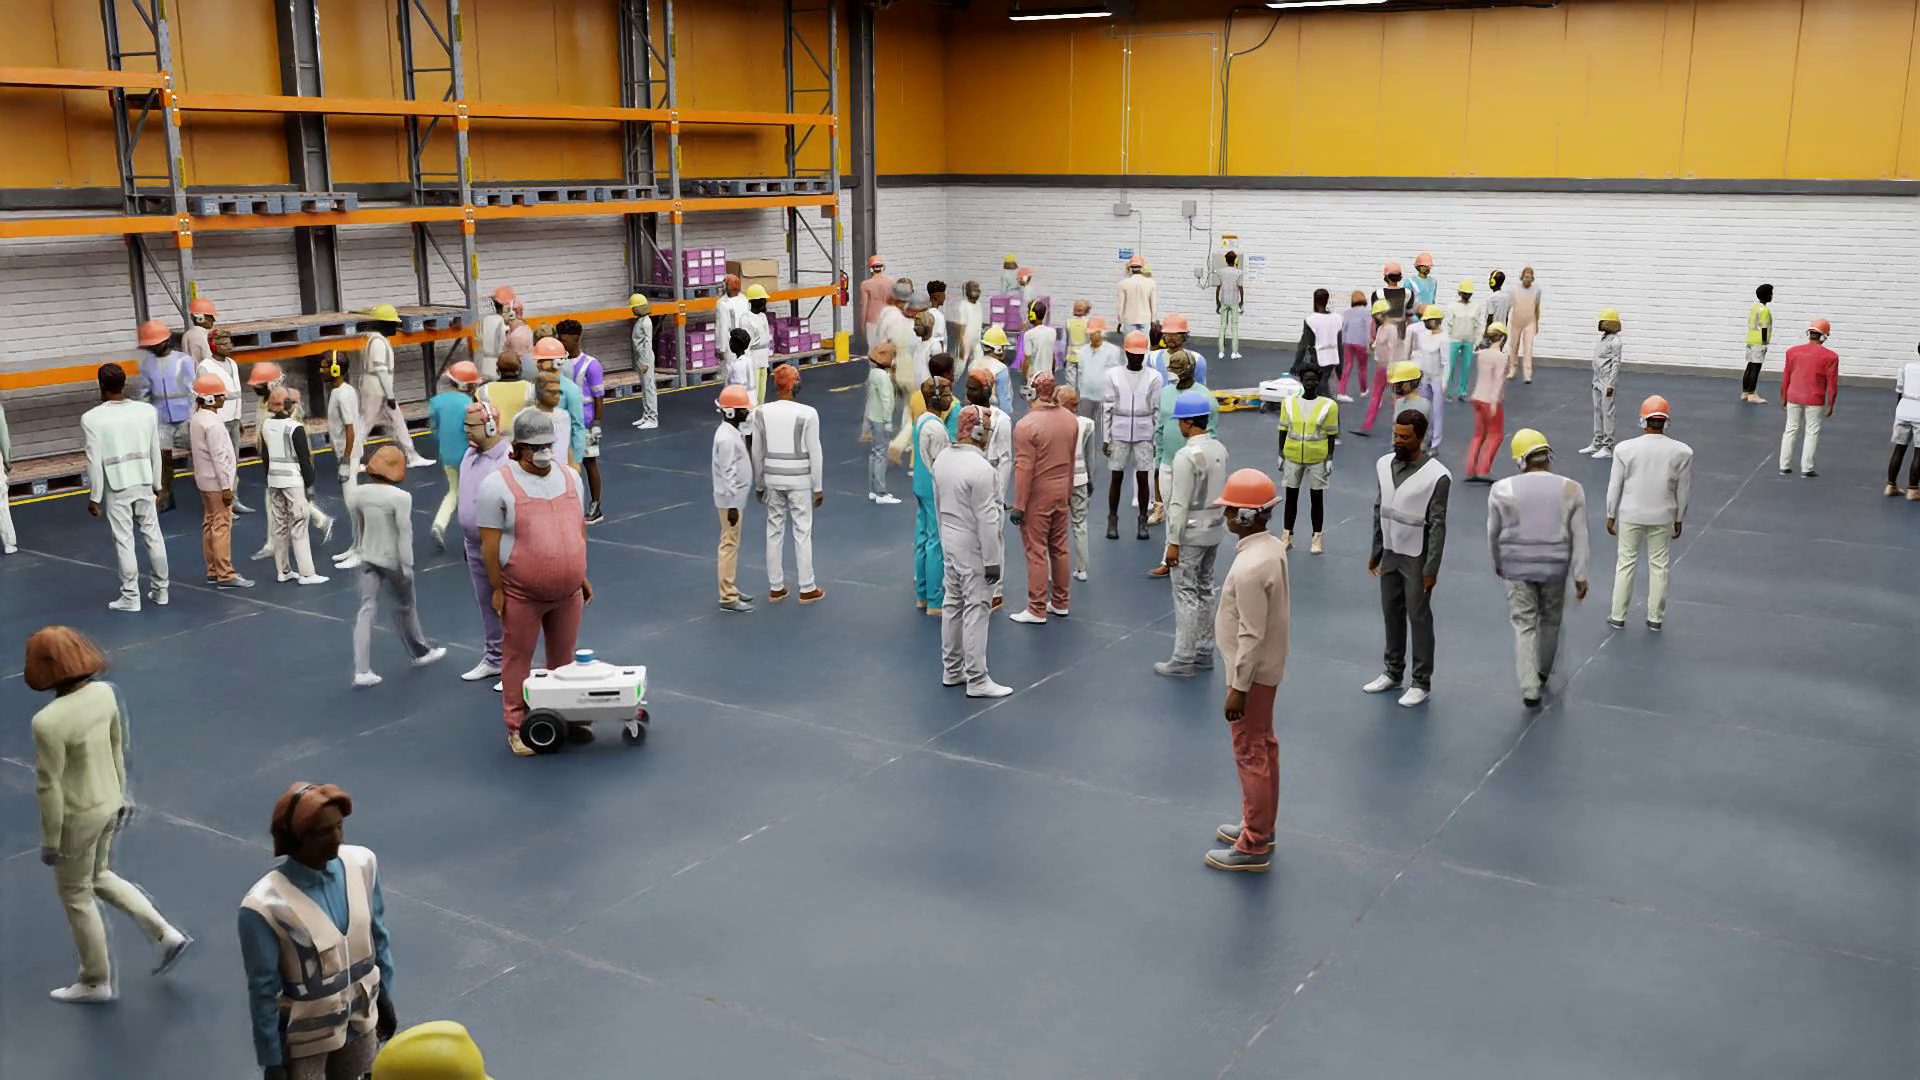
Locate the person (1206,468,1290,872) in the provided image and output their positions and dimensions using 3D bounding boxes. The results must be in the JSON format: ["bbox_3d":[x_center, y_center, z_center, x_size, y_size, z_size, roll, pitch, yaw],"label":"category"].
[{"bbox_3d":[1.408,0.634,8.153,0.396,1.993,0.617,5,14,21],"label":"person"}]

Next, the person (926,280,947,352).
[{"bbox_3d":[-0.337,-2.287,20.922,0.375,1.958,0.599,-6,14,-24],"label":"person"}]

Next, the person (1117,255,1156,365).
[{"bbox_3d":[2.699,-3.352,25.459,0.610,1.989,0.392,-1,13,-4],"label":"person"}]

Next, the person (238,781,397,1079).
[{"bbox_3d":[-1.958,1.517,5.131,0.314,1.632,0.516,7,15,27],"label":"person"}]

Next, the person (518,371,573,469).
[{"bbox_3d":[-3.286,-0.431,13.159,0.515,1.832,0.509,10,16,37],"label":"person"}]

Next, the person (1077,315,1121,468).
[{"bbox_3d":[1.564,-1.659,18.664,0.573,1.736,0.646,9,16,33],"label":"person"}]

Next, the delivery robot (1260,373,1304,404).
[{"bbox_3d":[4.440,-2.030,22.663,0.477,0.478,0.707,-12,18,-43],"label":"delivery robot"}]

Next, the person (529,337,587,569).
[{"bbox_3d":[-3.389,-0.707,13.970,0.609,1.996,0.383,11,17,40],"label":"person"}]

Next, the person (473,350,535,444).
[{"bbox_3d":[-3.845,-0.720,14.370,0.625,1.842,0.429,-2,13,-6],"label":"person"}]

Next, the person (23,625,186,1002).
[{"bbox_3d":[-3.555,1.133,6.819,0.437,1.619,0.501,1,13,3],"label":"person"}]

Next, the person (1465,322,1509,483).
[{"bbox_3d":[5.679,-1.474,17.880,0.489,1.725,0.544,-4,14,-17],"label":"person"}]

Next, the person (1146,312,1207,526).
[{"bbox_3d":[1.993,-1.113,15.619,0.615,2.045,0.381,7,15,29],"label":"person"}]

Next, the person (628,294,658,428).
[{"bbox_3d":[-4.109,-2.314,21.508,0.307,1.738,0.485,-5,14,-20],"label":"person"}]

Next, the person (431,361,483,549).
[{"bbox_3d":[-4.422,-0.746,14.763,0.580,1.706,0.682,5,14,22],"label":"person"}]

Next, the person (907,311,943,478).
[{"bbox_3d":[-0.352,-1.541,17.920,0.339,1.845,0.507,-6,14,-25],"label":"person"}]

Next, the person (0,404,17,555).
[{"bbox_3d":[-8.552,-0.649,14.498,0.514,1.642,0.310,-10,16,-36],"label":"person"}]

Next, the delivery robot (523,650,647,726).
[{"bbox_3d":[-2.234,0.900,9.953,0.707,0.478,0.477,-1,13,-6],"label":"delivery robot"}]

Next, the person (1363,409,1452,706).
[{"bbox_3d":[2.878,0.099,10.666,0.389,1.912,0.590,-7,15,-28],"label":"person"}]

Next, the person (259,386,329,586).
[{"bbox_3d":[-5.478,-0.440,13.593,0.514,1.640,0.310,7,15,27],"label":"person"}]

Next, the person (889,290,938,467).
[{"bbox_3d":[-0.514,-1.818,18.691,0.835,2.000,0.693,-10,16,-37],"label":"person"}]

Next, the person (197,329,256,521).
[{"bbox_3d":[-7.143,-1.123,16.103,0.373,1.843,0.572,1,13,4],"label":"person"}]

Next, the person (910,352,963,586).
[{"bbox_3d":[-0.203,-0.572,13.573,0.380,1.912,0.613,-10,17,-38],"label":"person"}]

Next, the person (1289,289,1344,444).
[{"bbox_3d":[4.361,-2.151,20.500,0.582,1.867,0.951,-10,16,-37],"label":"person"}]

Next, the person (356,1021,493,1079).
[{"bbox_3d":[-1.087,1.831,3.492,0.335,1.760,0.523,-3,13,-14],"label":"person"}]

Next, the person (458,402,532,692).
[{"bbox_3d":[-3.081,0.039,10.929,0.654,1.906,0.406,11,17,41],"label":"person"}]

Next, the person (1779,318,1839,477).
[{"bbox_3d":[9.297,-1.554,18.214,0.353,1.738,0.575,-13,18,-43],"label":"person"}]

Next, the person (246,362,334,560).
[{"bbox_3d":[-5.911,-0.717,14.600,0.722,1.733,0.575,-10,16,-36],"label":"person"}]

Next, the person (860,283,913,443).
[{"bbox_3d":[-0.773,-2.186,20.288,0.984,2.000,0.804,-5,14,-19],"label":"person"}]

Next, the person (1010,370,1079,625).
[{"bbox_3d":[0.599,-0.320,12.491,0.399,1.907,0.644,12,18,42],"label":"person"}]

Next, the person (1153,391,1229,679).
[{"bbox_3d":[1.571,-0.035,11.205,0.420,1.932,0.624,9,16,33],"label":"person"}]

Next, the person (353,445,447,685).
[{"bbox_3d":[-3.832,0.157,11.133,0.519,1.583,0.836,5,14,22],"label":"person"}]

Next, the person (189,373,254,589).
[{"bbox_3d":[-6.031,-0.482,13.526,0.330,1.751,0.564,-10,17,-38],"label":"person"}]

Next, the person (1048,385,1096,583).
[{"bbox_3d":[0.876,-0.458,13.688,0.517,1.632,0.314,-4,14,-17],"label":"person"}]

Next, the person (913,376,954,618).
[{"bbox_3d":[-0.180,-0.329,12.662,0.345,1.846,0.508,-4,14,-18],"label":"person"}]

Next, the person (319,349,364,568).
[{"bbox_3d":[-5.256,-0.693,14.186,0.328,1.874,0.517,-5,14,-20],"label":"person"}]

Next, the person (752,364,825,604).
[{"bbox_3d":[-1.341,-0.433,13.026,0.574,1.886,0.360,4,14,18],"label":"person"}]

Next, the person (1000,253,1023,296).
[{"bbox_3d":[0.934,-4.387,30.502,0.511,1.726,0.371,-9,16,-34],"label":"person"}]

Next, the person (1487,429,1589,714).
[{"bbox_3d":[3.665,0.171,10.660,0.610,1.766,0.823,2,13,8],"label":"person"}]

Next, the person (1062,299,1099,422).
[{"bbox_3d":[1.586,-2.341,21.877,0.525,1.626,0.417,6,14,25],"label":"person"}]

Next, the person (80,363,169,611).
[{"bbox_3d":[-6.421,-0.403,12.822,0.394,1.920,0.587,9,16,34],"label":"person"}]
